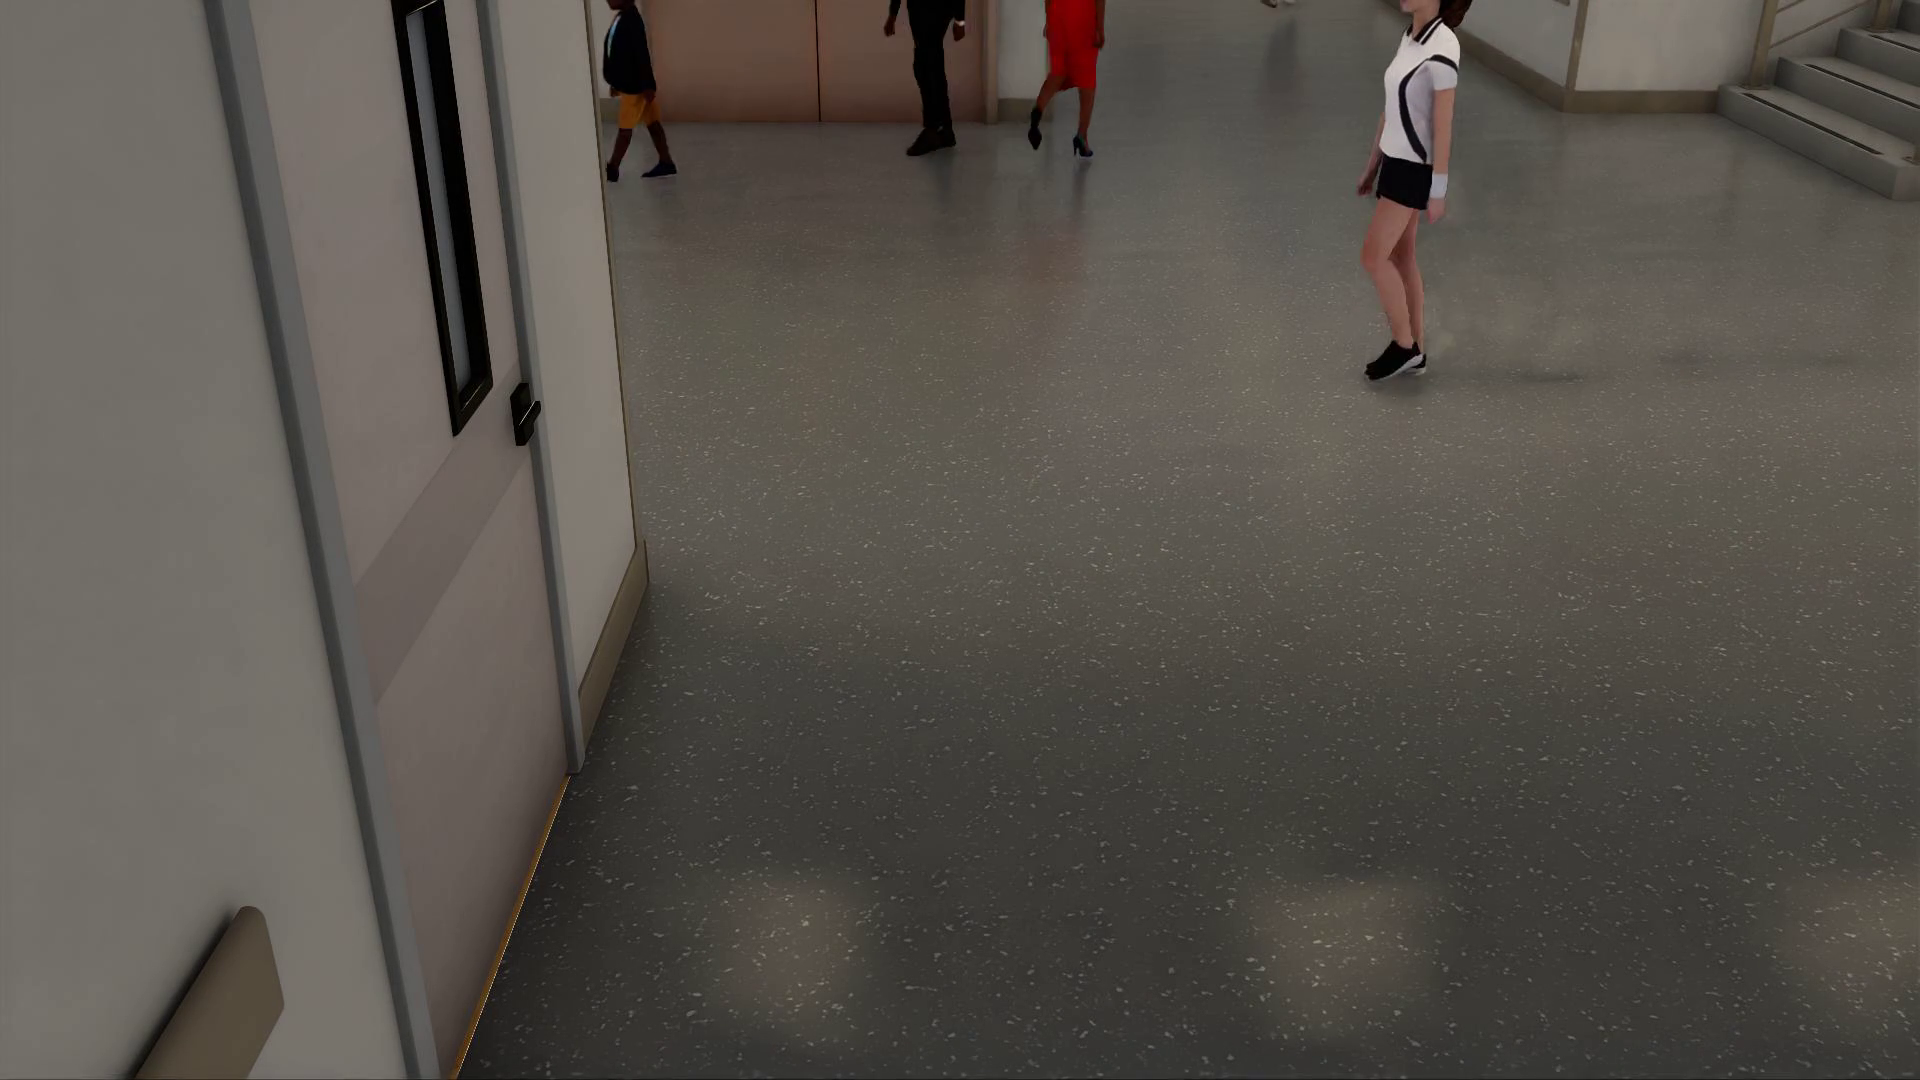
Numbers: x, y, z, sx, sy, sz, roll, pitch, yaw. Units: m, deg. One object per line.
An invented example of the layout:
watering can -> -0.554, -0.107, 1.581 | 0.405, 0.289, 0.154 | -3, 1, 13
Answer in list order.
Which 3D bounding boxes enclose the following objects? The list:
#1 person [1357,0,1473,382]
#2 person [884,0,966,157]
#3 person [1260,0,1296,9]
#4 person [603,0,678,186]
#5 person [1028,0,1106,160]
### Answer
person -> 1.930, -1.493, 6.814 | 0.616, 1.738, 0.585 | -2, 26, -5
person -> -0.112, -3.423, 10.757 | 0.913, 1.789, 0.852 | -20, 32, -36
person -> 3.375, -6.318, 16.714 | 1.078, 1.830, 0.997 | 10, 27, 20
person -> -1.897, -2.780, 10.049 | 0.884, 1.245, 0.706 | -10, 28, -20
person -> 0.665, -3.207, 10.383 | 0.963, 1.725, 0.922 | 15, 29, 28
